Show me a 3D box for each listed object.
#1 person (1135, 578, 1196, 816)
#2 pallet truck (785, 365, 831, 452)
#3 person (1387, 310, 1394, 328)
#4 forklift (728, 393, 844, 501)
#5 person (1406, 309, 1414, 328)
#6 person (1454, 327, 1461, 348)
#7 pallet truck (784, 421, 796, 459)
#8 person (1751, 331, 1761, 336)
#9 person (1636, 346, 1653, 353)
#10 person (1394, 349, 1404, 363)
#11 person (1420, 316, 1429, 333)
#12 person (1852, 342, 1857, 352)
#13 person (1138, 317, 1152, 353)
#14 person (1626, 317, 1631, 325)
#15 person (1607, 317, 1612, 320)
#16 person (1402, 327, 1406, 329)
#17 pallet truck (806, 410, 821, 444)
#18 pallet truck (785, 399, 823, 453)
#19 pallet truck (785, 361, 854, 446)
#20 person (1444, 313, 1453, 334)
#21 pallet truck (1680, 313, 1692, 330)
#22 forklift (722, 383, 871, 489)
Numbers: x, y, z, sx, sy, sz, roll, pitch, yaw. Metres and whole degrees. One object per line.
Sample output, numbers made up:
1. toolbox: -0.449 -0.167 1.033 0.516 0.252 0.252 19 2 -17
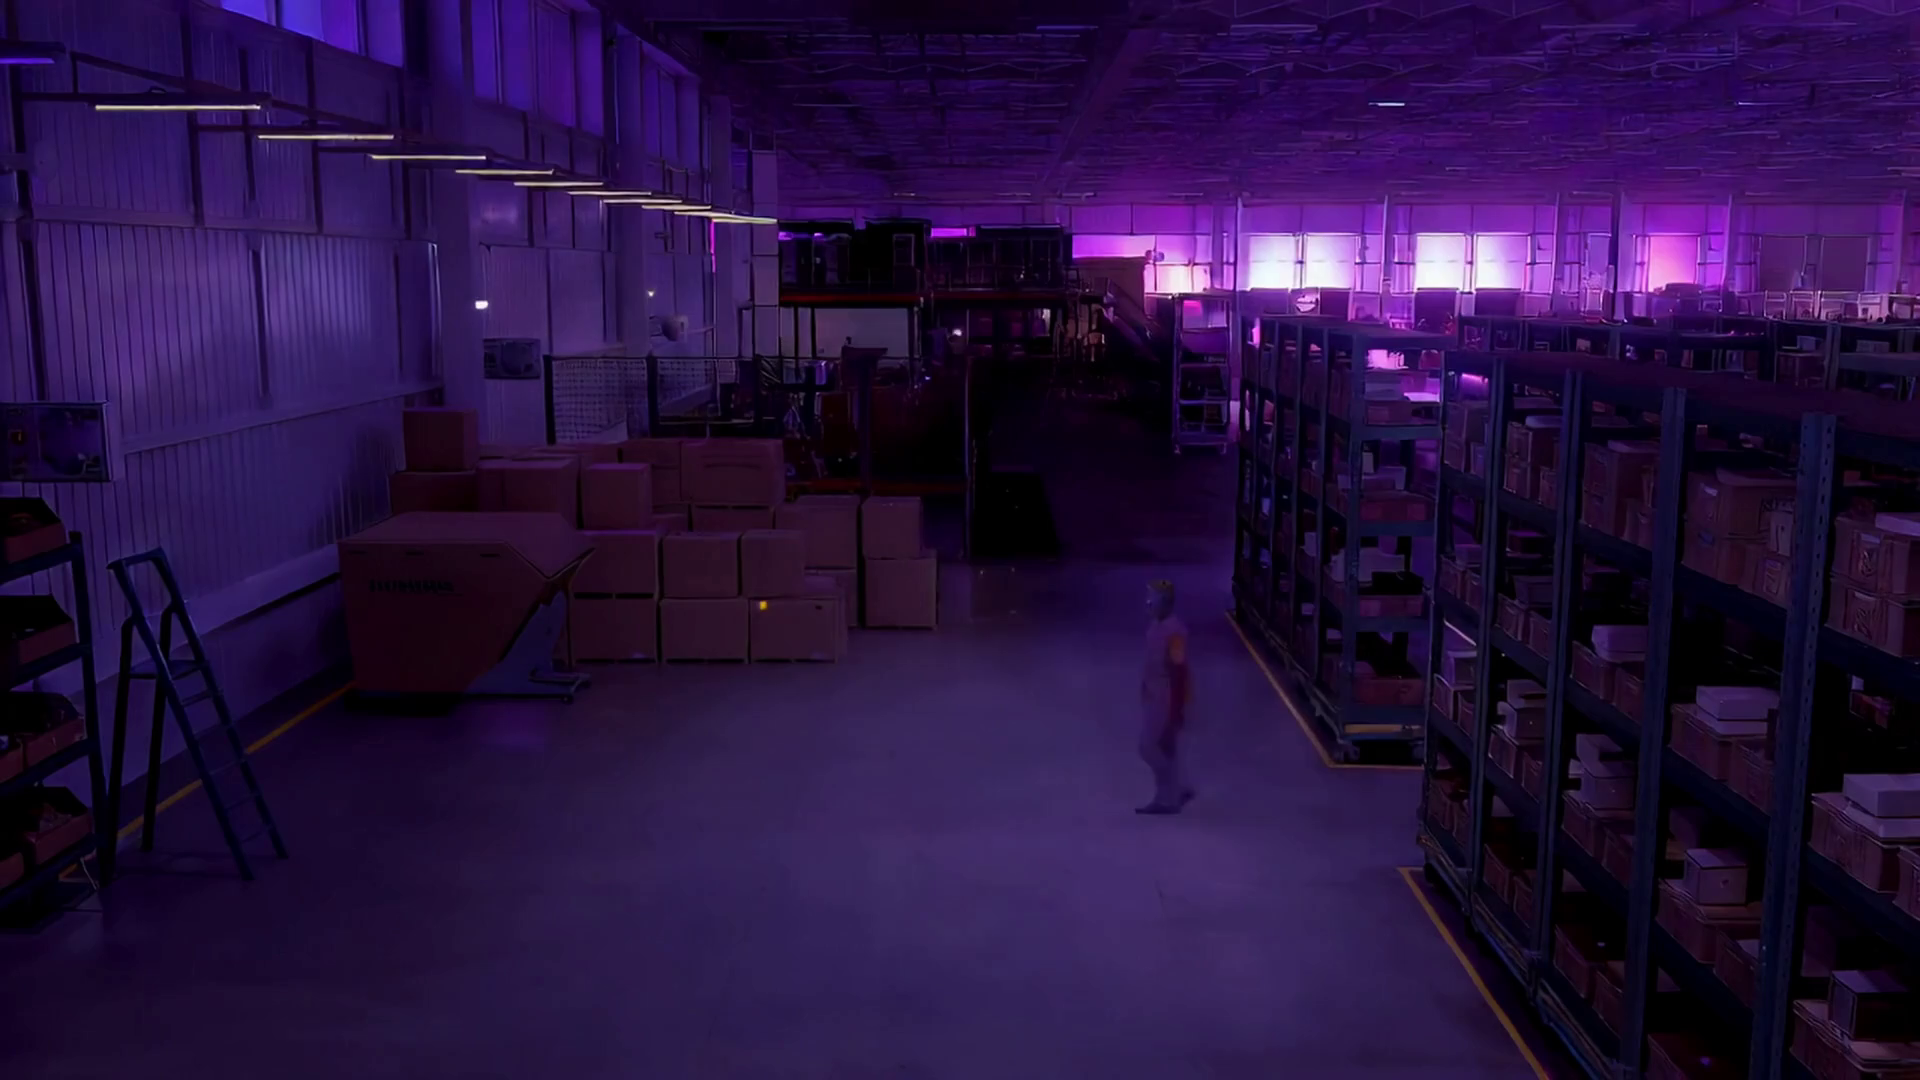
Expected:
1. person: 1.510 1.184 12.491 0.443 1.830 0.575 0 9 -3
2. pallet truck: -3.774 -2.976 37.635 1.885 1.965 0.823 1 9 5
3. person: 23.463 -11.541 90.655 0.354 1.939 0.544 3 10 18
4. forklift: -2.979 -1.316 26.476 2.680 1.987 1.157 0 9 1
5. person: 25.629 -12.201 94.796 0.393 1.921 0.586 9 13 42
6. person: 18.404 -6.935 61.974 0.692 2.026 0.622 1 9 4
7. pallet truck: -4.013 -1.793 32.705 1.601 1.201 0.680 0 9 1
8. person: 38.200 -9.651 79.766 0.549 1.684 0.375 -3 10 -19
9. person: 24.435 -6.527 59.407 0.688 2.000 0.539 0 9 -2
10. person: 13.557 -5.079 51.316 0.305 1.772 0.525 -3 10 -16
11. person: 21.364 -9.300 76.648 0.376 1.997 0.612 -4 10 -22
12. person: 31.312 -6.268 58.498 0.417 1.820 0.606 6 11 32
13. person: 9.274 -10.256 83.142 0.642 1.799 0.919 -4 10 -21
14. person: 31.331 -9.492 78.095 0.405 1.912 0.604 -9 13 -43
15. person: 32.510 -10.267 83.251 0.968 1.791 0.630 -8 12 -39
16. person: 17.909 -7.739 67.600 0.799 1.808 0.599 -2 9 -14
17. pallet truck: -3.559 -2.018 33.905 1.522 1.261 0.704 0 9 -1
18. pallet truck: -3.814 -2.432 36.419 1.630 1.274 0.653 0 9 1
19. pallet truck: -3.410 -3.193 38.978 1.885 1.965 0.823 0 9 -1
20. person: 25.201 -10.771 85.924 0.415 1.940 0.601 -3 10 -19
21. pallet truck: 36.315 -10.531 84.244 0.823 1.965 1.885 -6 11 -33
22. forklift: -2.893 -1.687 28.729 2.680 1.987 1.157 0 9 -1
